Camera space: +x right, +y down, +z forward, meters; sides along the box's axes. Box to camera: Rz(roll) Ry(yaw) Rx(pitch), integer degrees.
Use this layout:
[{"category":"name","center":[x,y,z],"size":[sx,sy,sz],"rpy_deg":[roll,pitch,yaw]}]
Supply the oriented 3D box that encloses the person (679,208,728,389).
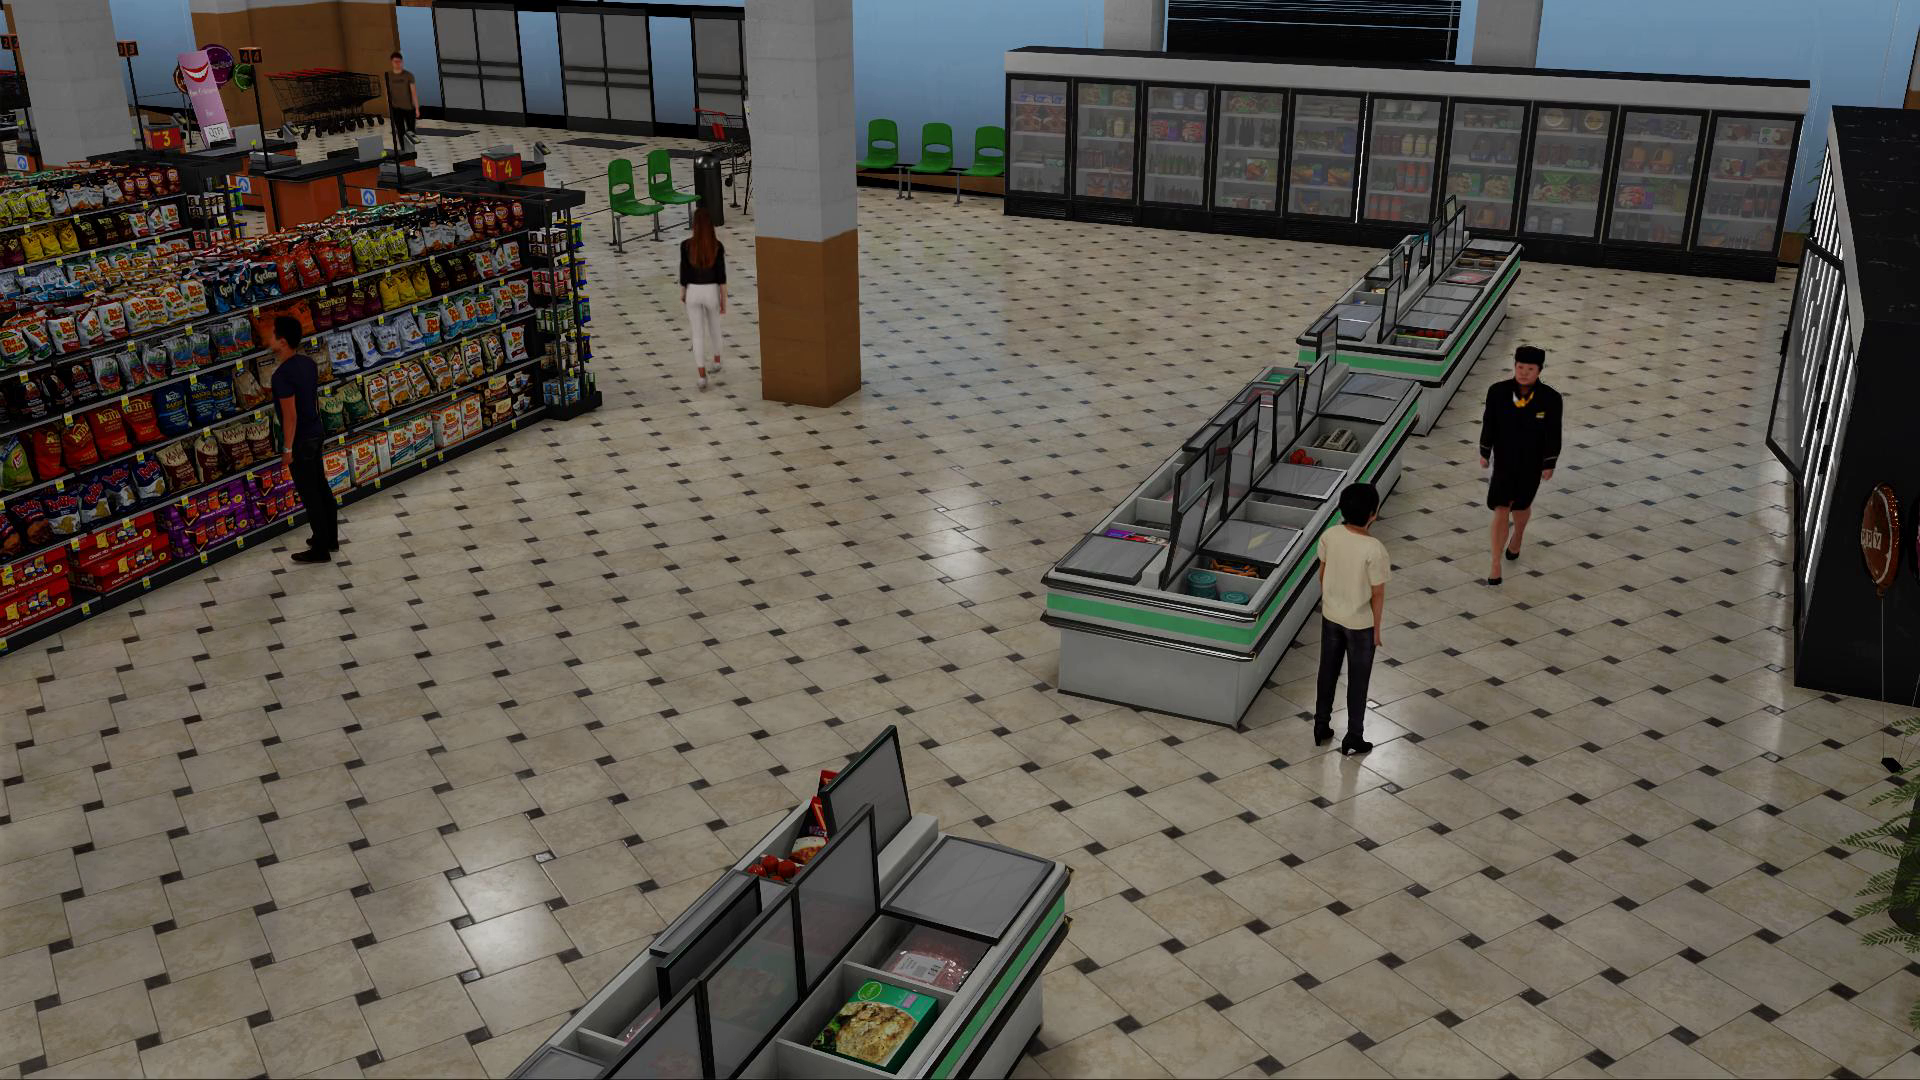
[{"category":"person","center":[-2.446,-2.272,15.839],"size":[0.959,1.671,1.142],"rpy_deg":[-3,22,-7]}]

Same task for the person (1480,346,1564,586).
[{"category":"person","center":[3.902,-0.533,11.563],"size":[0.688,1.631,1.037],"rpy_deg":[11,24,25]}]

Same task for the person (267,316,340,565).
[{"category":"person","center":[-4.658,-0.719,11.804],"size":[0.771,1.797,0.614],"rpy_deg":[1,22,1]}]

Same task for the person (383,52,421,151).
[{"category":"person","center":[-9.393,-7.260,28.042],"size":[1.140,1.827,1.221],"rpy_deg":[-7,23,-16]}]

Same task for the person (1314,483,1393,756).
[{"category":"person","center":[2.159,0.439,9.204],"size":[0.597,1.588,0.649],"rpy_deg":[-20,29,-41]}]
